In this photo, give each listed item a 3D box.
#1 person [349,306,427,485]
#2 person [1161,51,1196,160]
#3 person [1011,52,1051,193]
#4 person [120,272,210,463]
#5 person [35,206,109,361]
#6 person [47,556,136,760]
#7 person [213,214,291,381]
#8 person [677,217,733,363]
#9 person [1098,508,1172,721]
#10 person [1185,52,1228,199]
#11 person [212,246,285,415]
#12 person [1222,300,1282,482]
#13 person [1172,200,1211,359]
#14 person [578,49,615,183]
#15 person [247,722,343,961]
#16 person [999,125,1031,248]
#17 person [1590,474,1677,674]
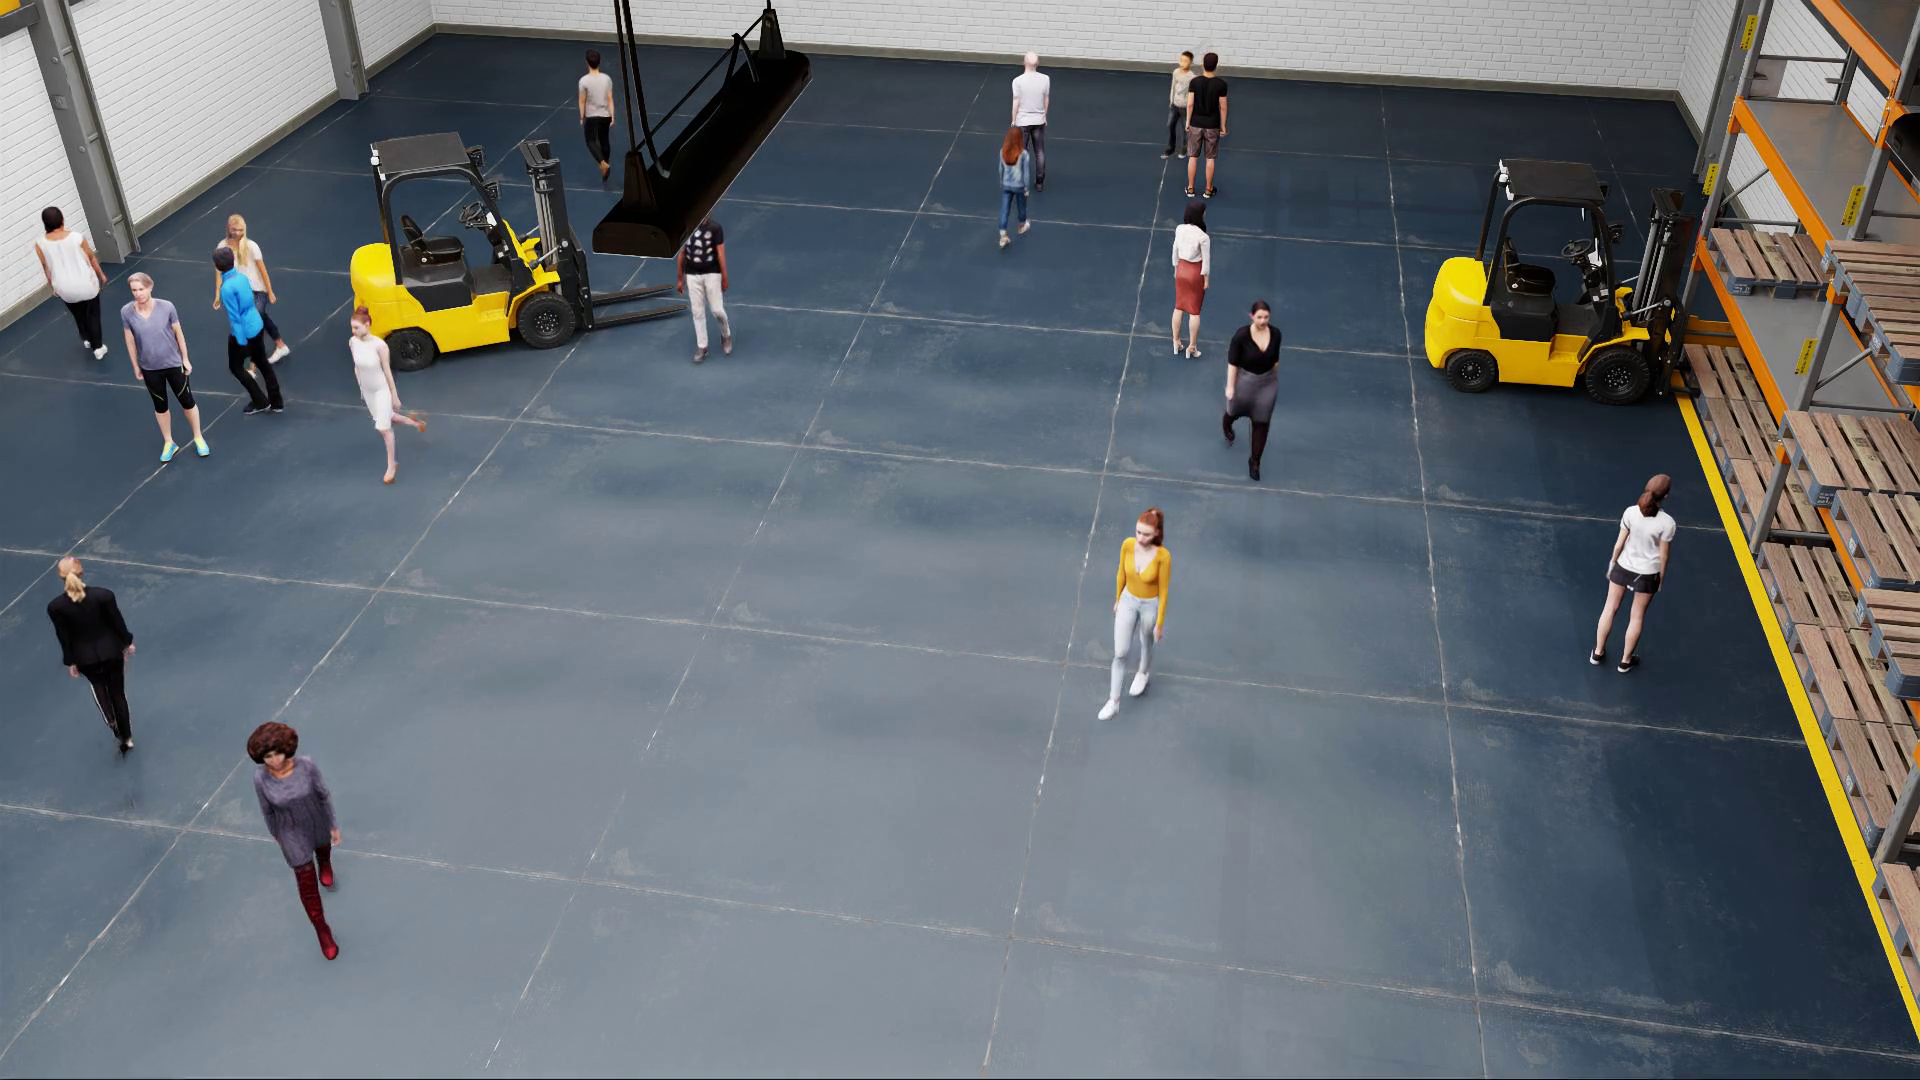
[{"bbox_3d":[-5.334,-1.403,15.490,0.755,1.771,1.055,11,35,16],"label":"person"},{"bbox_3d":[3.063,-5.913,22.561,0.735,1.454,0.814,24,41,32],"label":"person"},{"bbox_3d":[0.902,-5.374,21.409,0.749,1.832,0.757,-11,35,-16],"label":"person"},{"bbox_3d":[-7.562,-1.659,15.768,0.750,1.888,0.749,-10,35,-15],"label":"person"},{"bbox_3d":[-9.322,-2.687,17.512,0.789,1.671,0.875,-4,34,-7],"label":"person"},{"bbox_3d":[-6.254,0.905,12.094,0.746,1.687,0.781,-14,36,-20],"label":"person"},{"bbox_3d":[-7.302,-2.577,17.261,0.711,1.764,1.145,11,35,16],"label":"person"},{"bbox_3d":[-2.700,-2.810,17.578,0.684,1.801,0.701,4,34,6],"label":"person"},{"bbox_3d":[1.422,0.481,12.698,0.806,1.723,1.074,15,37,22],"label":"person"},{"bbox_3d":[3.126,-5.315,21.293,0.688,1.861,0.562,7,34,11],"label":"person"},{"bbox_3d":[-6.959,-2.046,16.449,0.725,1.779,0.574,2,34,3],"label":"person"},{"bbox_3d":[2.703,-1.481,15.648,0.898,1.726,1.189,-4,34,-6],"label":"person"},{"bbox_3d":[2.434,-2.750,17.534,0.673,1.751,0.687,27,42,35],"label":"person"},{"bbox_3d":[-4.736,-5.529,21.755,0.944,1.707,1.032,-18,37,-24],"label":"person"},{"bbox_3d":[-4.235,1.814,10.745,1.022,1.665,1.162,-16,37,-23],"label":"person"},{"bbox_3d":[0.613,-4.235,20.047,0.737,1.443,1.029,14,36,21],"label":"person"},{"bbox_3d":[5.286,0.255,13.013,0.652,1.751,0.665,20,38,27],"label":"person"}]
